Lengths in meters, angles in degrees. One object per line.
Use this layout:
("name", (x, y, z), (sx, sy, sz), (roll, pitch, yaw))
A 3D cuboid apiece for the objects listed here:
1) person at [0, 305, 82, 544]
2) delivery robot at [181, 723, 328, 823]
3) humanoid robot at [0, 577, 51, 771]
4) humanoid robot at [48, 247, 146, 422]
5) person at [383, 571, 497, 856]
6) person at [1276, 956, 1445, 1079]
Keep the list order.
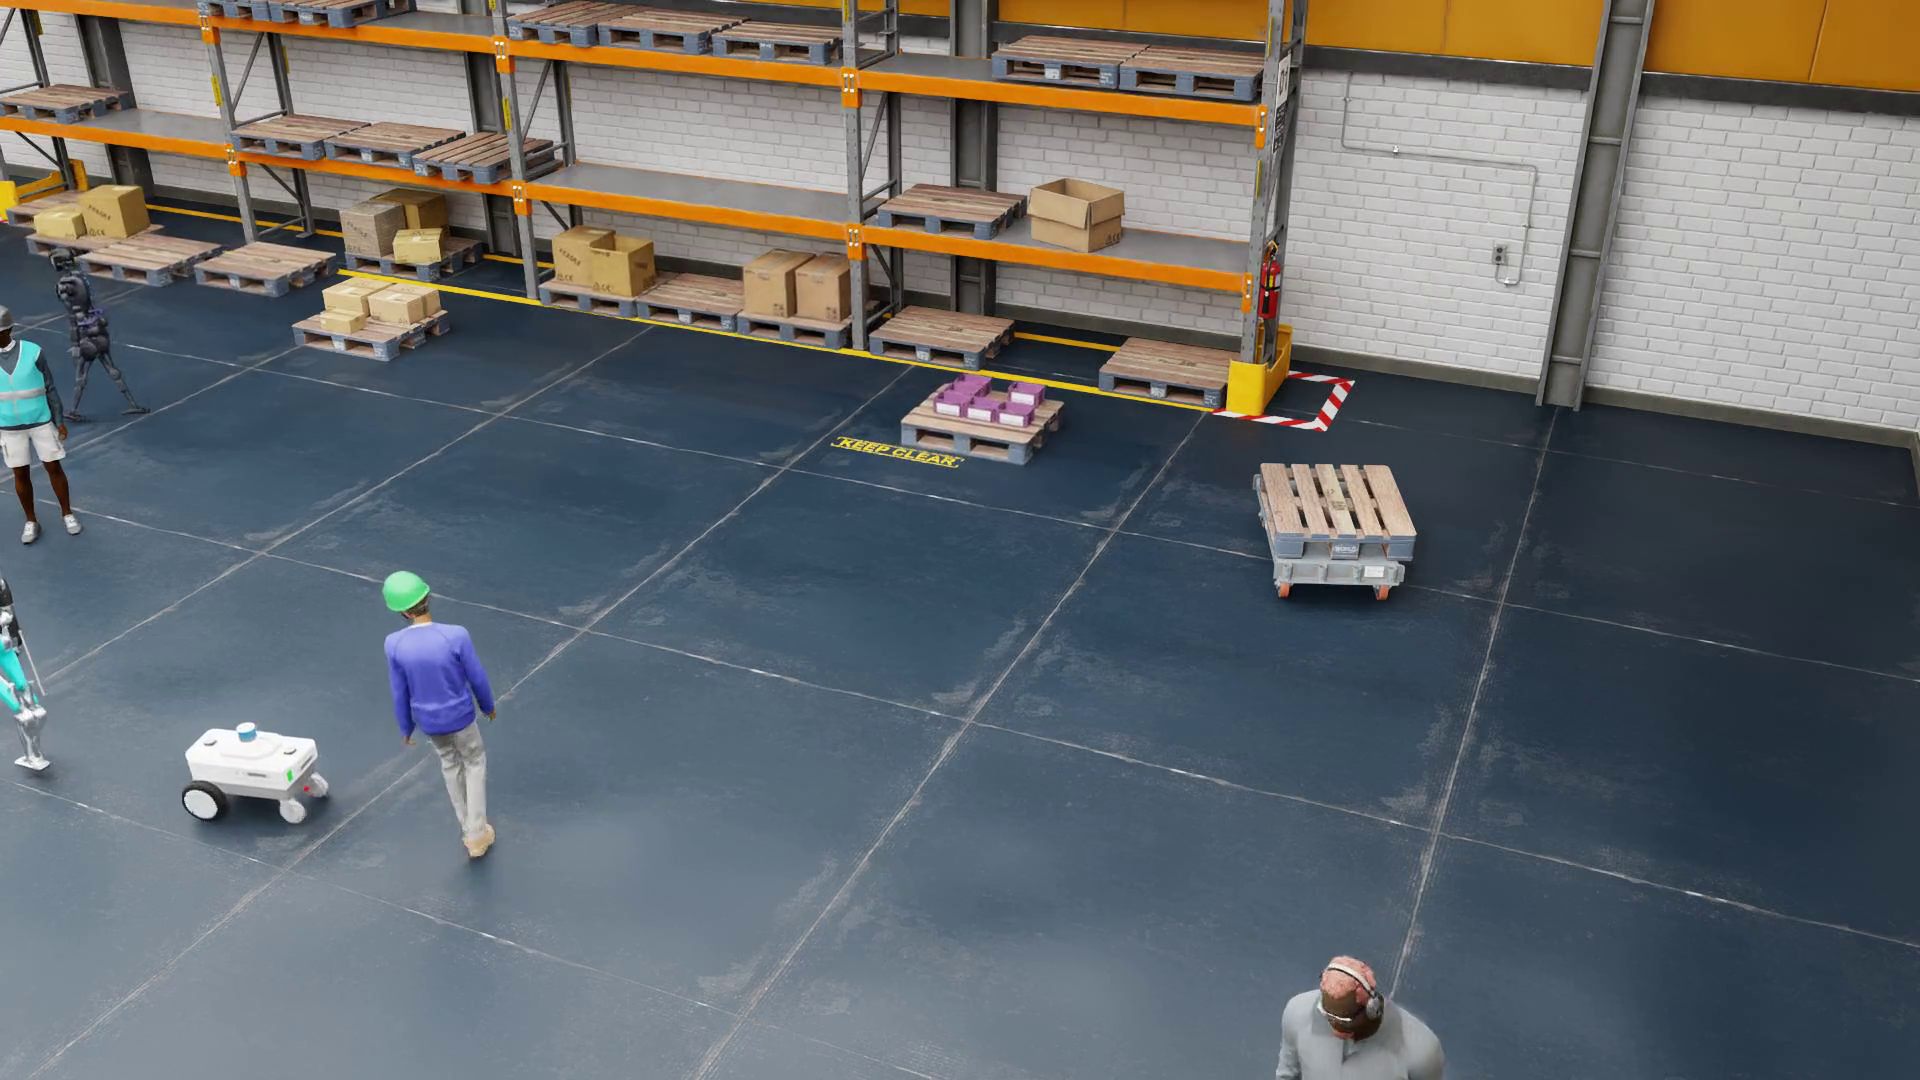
("person", (-7.250, -0.920, 12.895), (0.558, 1.937, 0.428), (-13, 30, -23))
("delivery robot", (-4.244, 1.376, 9.971), (0.811, 0.613, 0.499), (5, 28, 9))
("humanoid robot", (-5.762, 0.686, 10.031), (0.786, 1.800, 0.542), (12, 30, 22))
("humanoid robot", (-7.931, -1.861, 15.040), (0.766, 1.622, 0.611), (-4, 28, -8))
("person", (-2.888, 0.970, 9.341), (0.505, 1.830, 0.447), (-1, 27, -1))
("person", (1.579, 2.356, 6.616), (0.683, 1.873, 0.544), (16, 31, 28))
